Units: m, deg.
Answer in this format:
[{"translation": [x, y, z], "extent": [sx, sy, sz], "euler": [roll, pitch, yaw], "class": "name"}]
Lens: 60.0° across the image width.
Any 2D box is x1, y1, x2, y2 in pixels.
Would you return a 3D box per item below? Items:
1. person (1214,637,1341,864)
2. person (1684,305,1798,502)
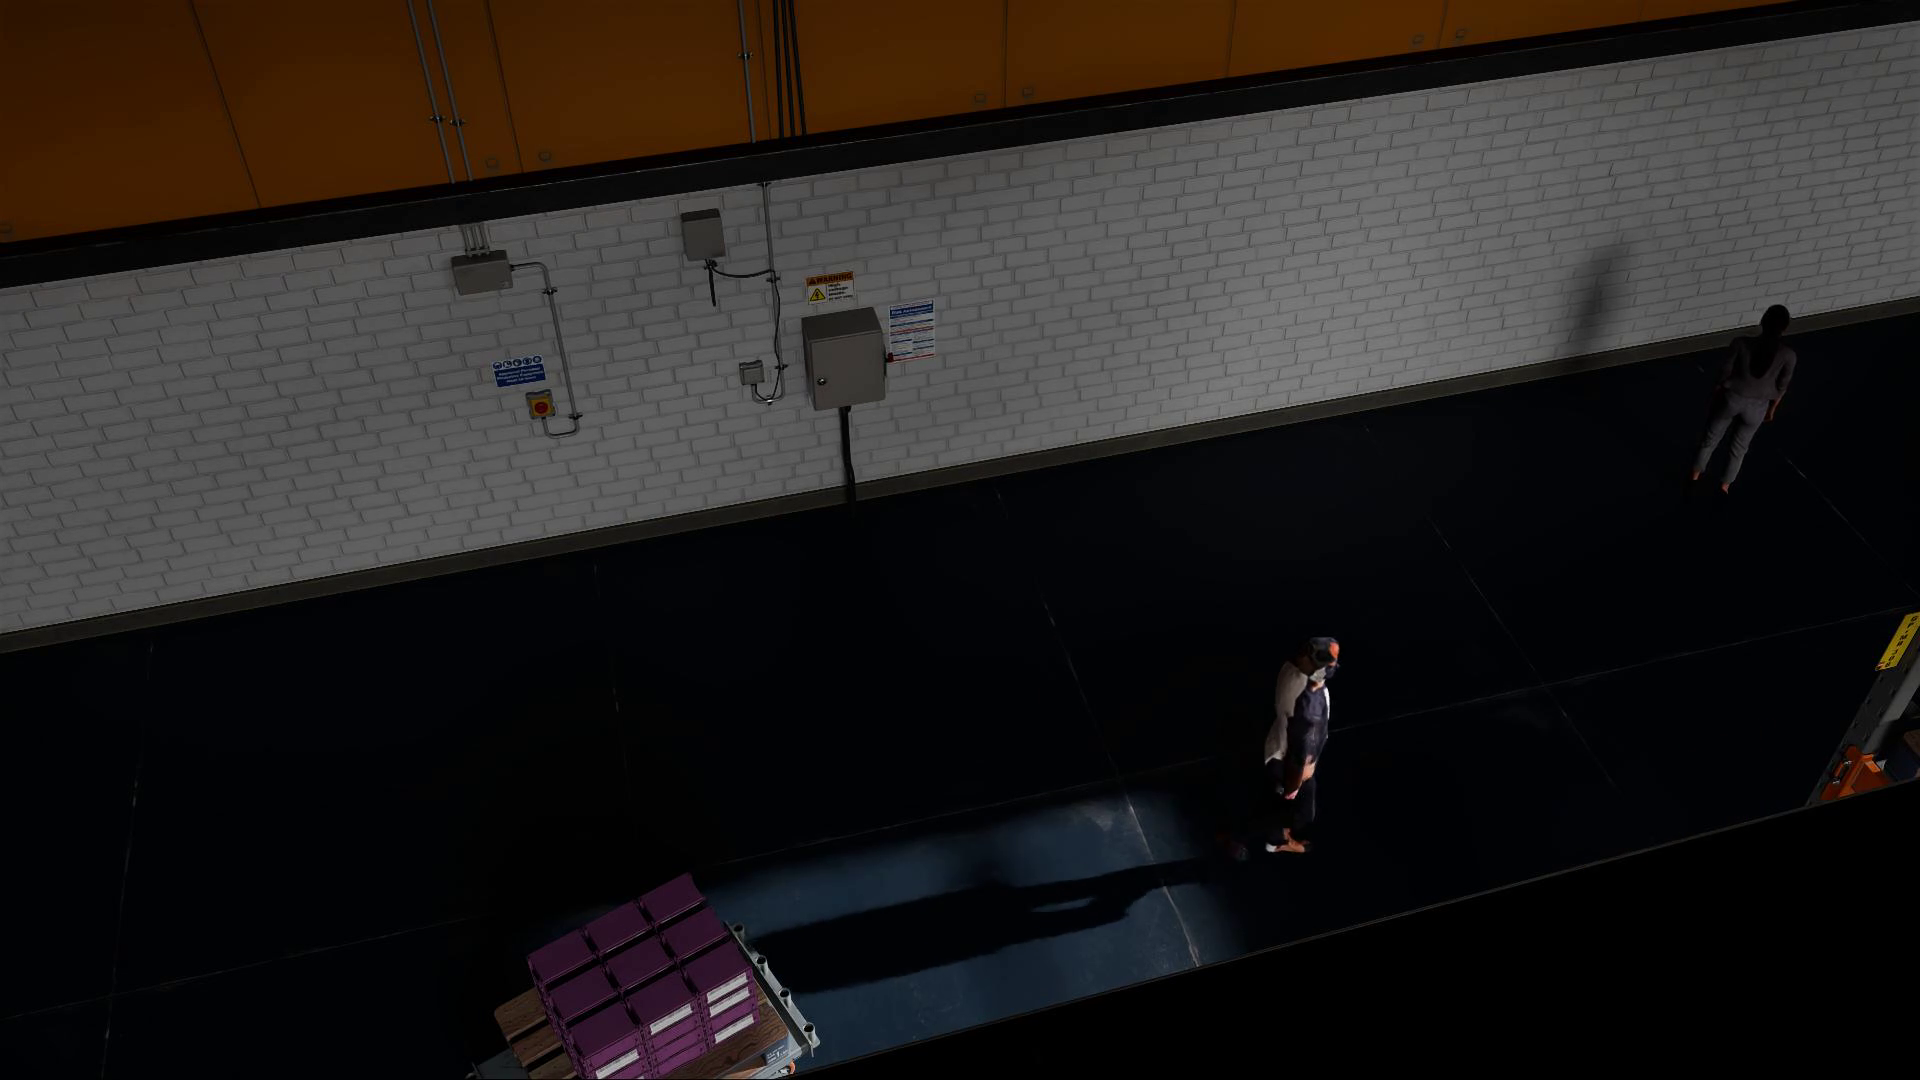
[{"translation": [1.808, 1.207, 9.458], "extent": [0.909, 1.878, 0.913], "euler": [4, 44, 4], "class": "person"}, {"translation": [5.574, -0.961, 11.879], "extent": [0.726, 1.678, 0.776], "euler": [20, 47, 20], "class": "person"}]
